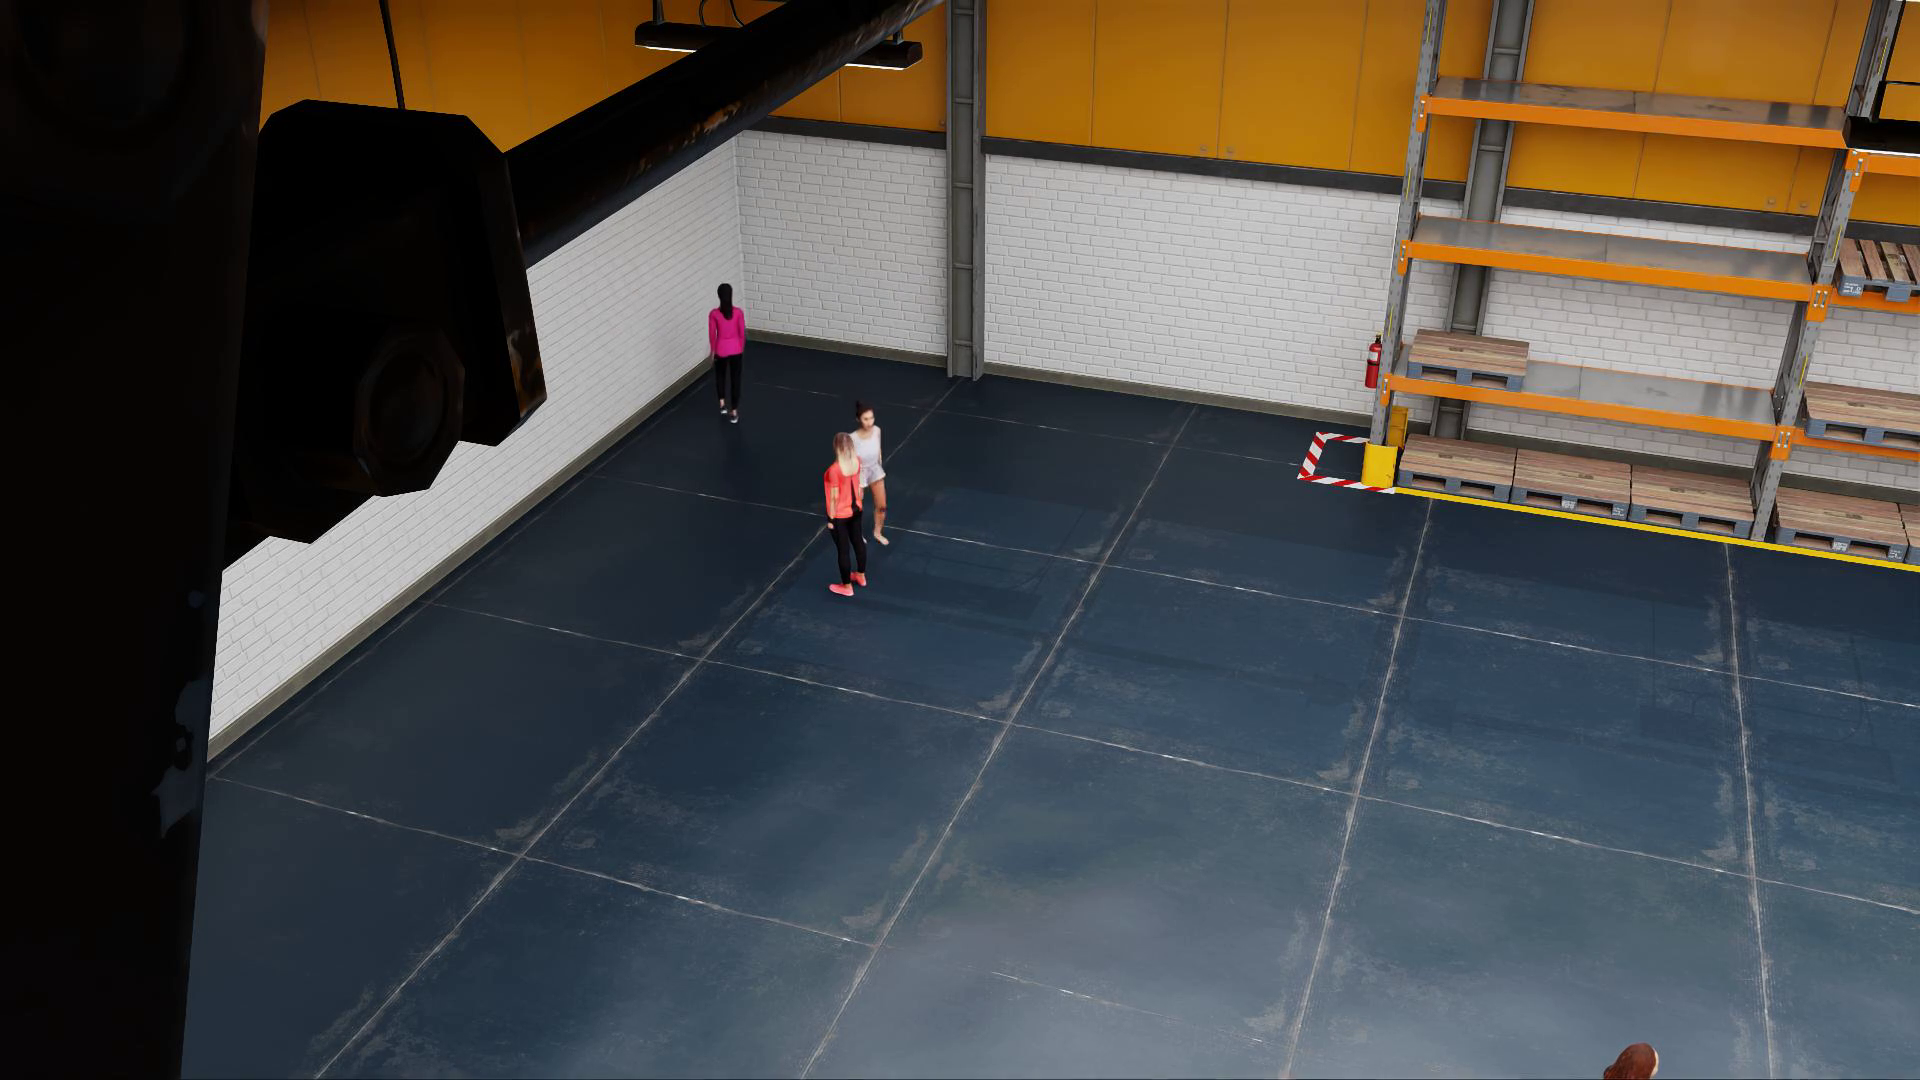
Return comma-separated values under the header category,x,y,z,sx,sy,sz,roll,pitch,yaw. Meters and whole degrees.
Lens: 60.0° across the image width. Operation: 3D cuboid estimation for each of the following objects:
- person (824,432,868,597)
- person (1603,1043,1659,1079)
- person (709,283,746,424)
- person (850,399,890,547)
category,x,y,z,sx,sy,sz,roll,pitch,yaw
person,-1.104,-0.266,16.149,0.626,1.693,0.648,19,34,31
person,3.789,3.455,9.545,0.682,1.484,0.640,-9,30,-16
person,-2.726,-2.181,19.666,0.700,1.686,0.756,-3,29,-5
person,-1.021,-0.699,17.040,0.773,1.599,0.822,-19,34,-31
